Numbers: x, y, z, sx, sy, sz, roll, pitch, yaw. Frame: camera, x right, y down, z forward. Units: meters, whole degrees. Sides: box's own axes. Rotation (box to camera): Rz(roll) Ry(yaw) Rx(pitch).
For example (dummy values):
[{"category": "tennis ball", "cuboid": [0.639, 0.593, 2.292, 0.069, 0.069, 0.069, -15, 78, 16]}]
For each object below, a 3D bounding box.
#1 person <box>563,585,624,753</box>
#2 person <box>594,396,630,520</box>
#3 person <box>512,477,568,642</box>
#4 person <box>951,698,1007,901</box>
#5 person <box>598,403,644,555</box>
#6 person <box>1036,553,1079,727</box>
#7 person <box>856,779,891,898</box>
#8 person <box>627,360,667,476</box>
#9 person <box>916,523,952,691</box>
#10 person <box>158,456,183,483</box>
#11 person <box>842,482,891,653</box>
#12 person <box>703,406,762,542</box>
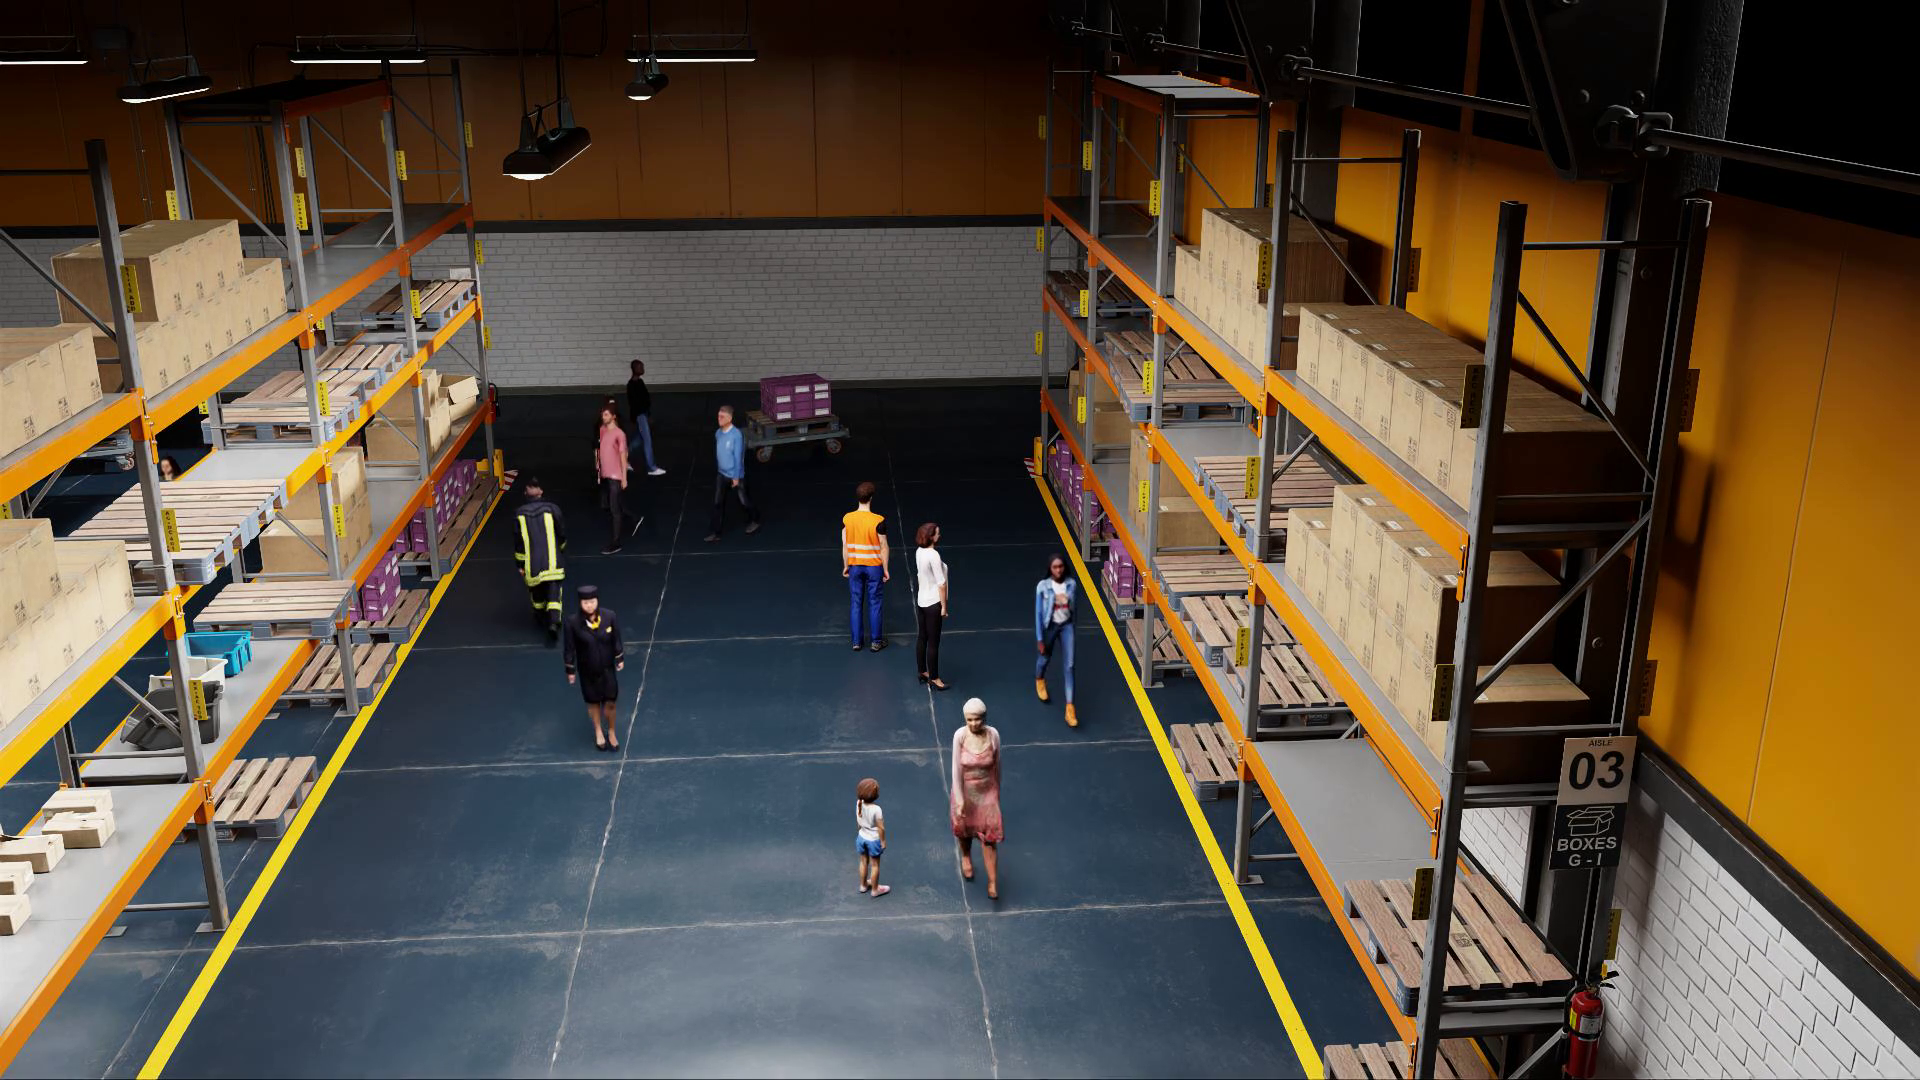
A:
[{"category": "person", "cuboid": [-3.465, 1.191, 15.801, 0.797, 1.659, 0.760, -6, 20, -19]}, {"category": "person", "cuboid": [-4.776, -1.148, 22.671, 0.769, 1.707, 0.837, -11, 21, -29]}, {"category": "person", "cuboid": [-4.617, 0.218, 18.412, 0.747, 1.837, 1.082, -3, 19, -8]}, {"category": "person", "cuboid": [0.090, 2.012, 13.374, 0.606, 1.652, 1.036, -3, 19, -9]}, {"category": "person", "cuboid": [-4.375, -0.823, 21.333, 1.005, 1.945, 1.056, 16, 24, 39]}, {"category": "person", "cuboid": [0.912, 0.933, 16.573, 0.747, 1.655, 1.258, -5, 19, -14]}, {"category": "person", "cuboid": [-0.720, 2.368, 13.308, 0.483, 1.019, 0.545, 15, 24, 38]}, {"category": "person", "cuboid": [-4.800, -1.817, 24.625, 0.756, 1.729, 0.974, 1, 19, 4]}, {"category": "person", "cuboid": [-0.312, 0.676, 17.116, 0.738, 1.795, 0.604, -11, 21, -29]}, {"category": "person", "cuboid": [-9.735, -0.356, 20.697, 0.623, 1.466, 0.590, 1, 19, 3]}, {"category": "person", "cuboid": [-1.031, 0.292, 18.115, 0.767, 1.886, 0.737, 4, 19, 12]}, {"category": "person", "cuboid": [-2.922, -0.883, 21.779, 1.120, 1.775, 1.263, 12, 22, 31]}]
